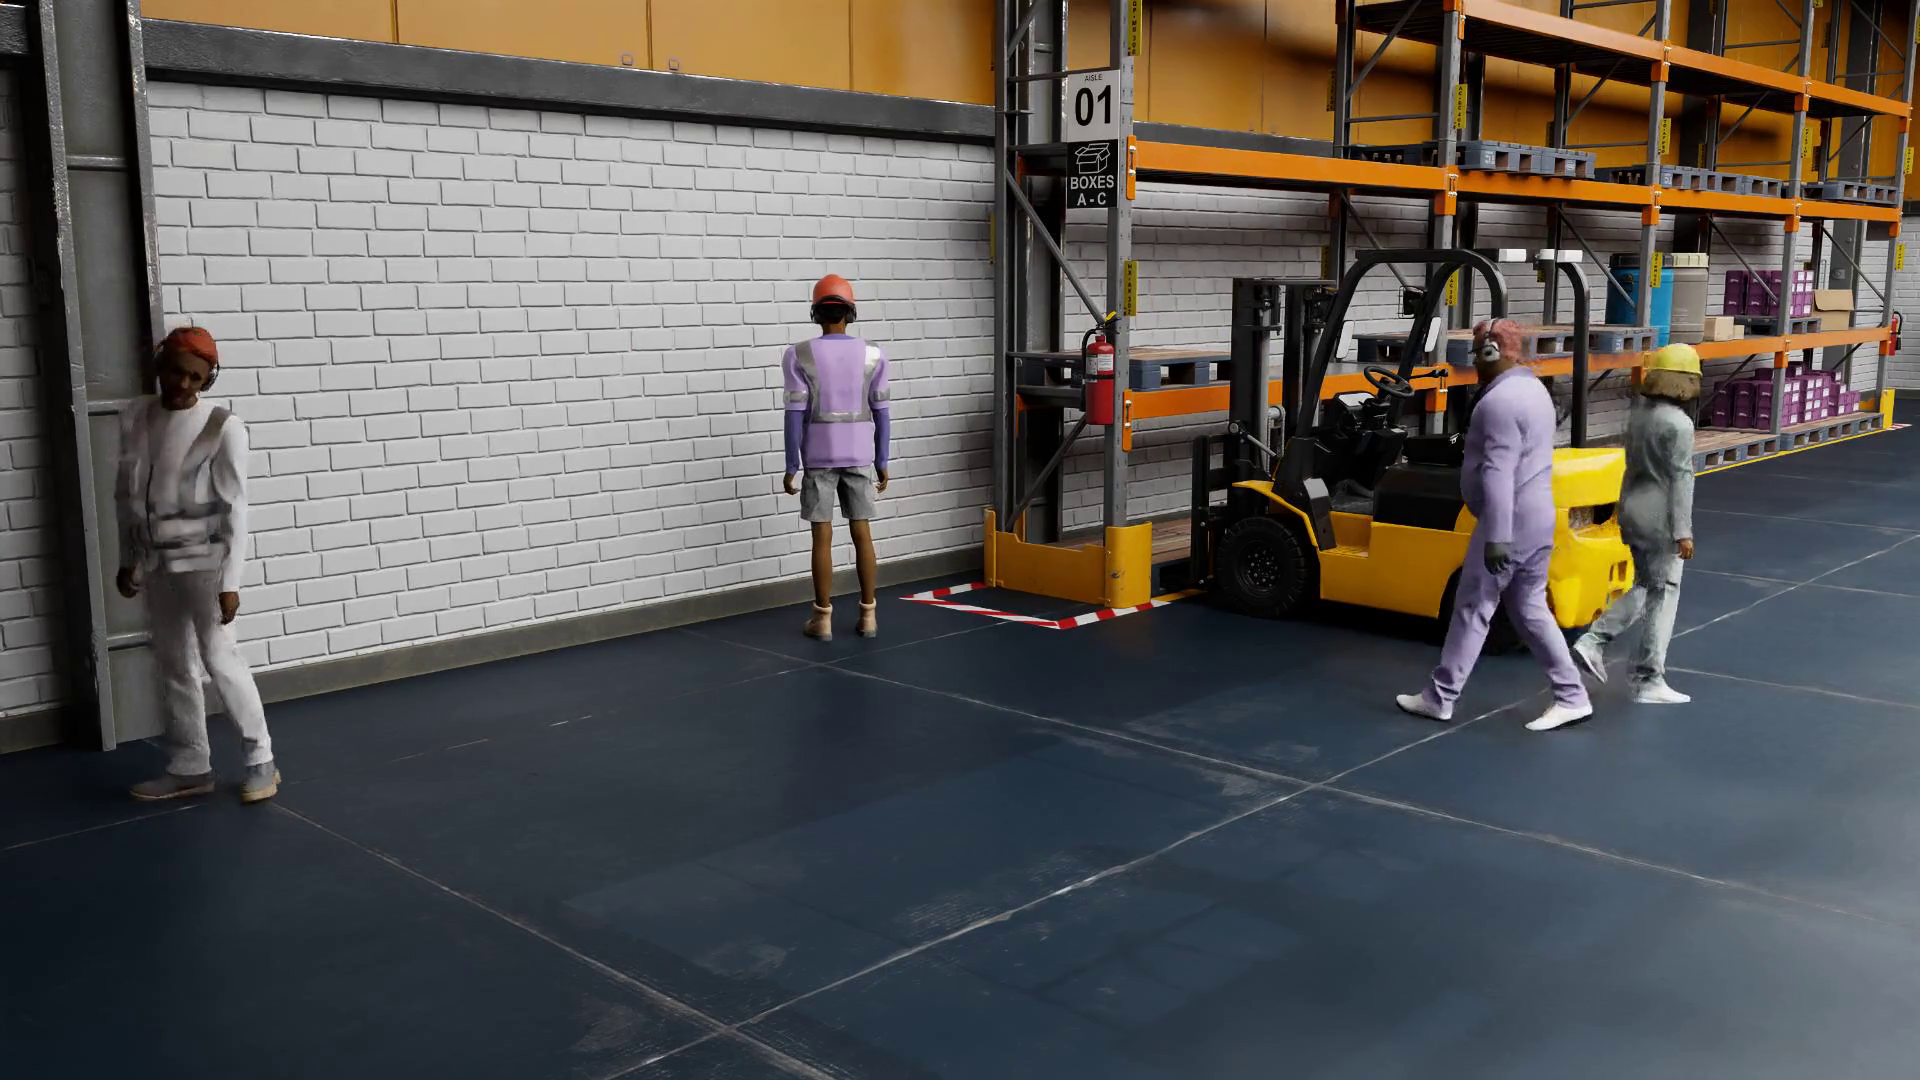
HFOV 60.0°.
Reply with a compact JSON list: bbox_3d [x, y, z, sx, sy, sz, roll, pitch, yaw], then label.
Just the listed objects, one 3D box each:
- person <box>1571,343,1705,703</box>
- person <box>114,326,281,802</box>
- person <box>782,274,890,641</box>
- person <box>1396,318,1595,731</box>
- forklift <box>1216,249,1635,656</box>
[{"bbox_3d":[3.296,-0.078,7.967,0.498,1.723,0.509,-1,9,-3],"label":"person"},{"bbox_3d":[-2.962,0.107,6.447,0.656,1.856,0.401,4,10,24],"label":"person"},{"bbox_3d":[-0.699,-0.458,9.319,0.613,2.039,0.393,-3,10,-18],"label":"person"},{"bbox_3d":[2.472,-0.061,7.492,0.859,1.858,0.718,6,11,33],"label":"person"},{"bbox_3d":[2.710,-0.584,9.626,2.313,2.155,1.214,9,13,43],"label":"forklift"}]
